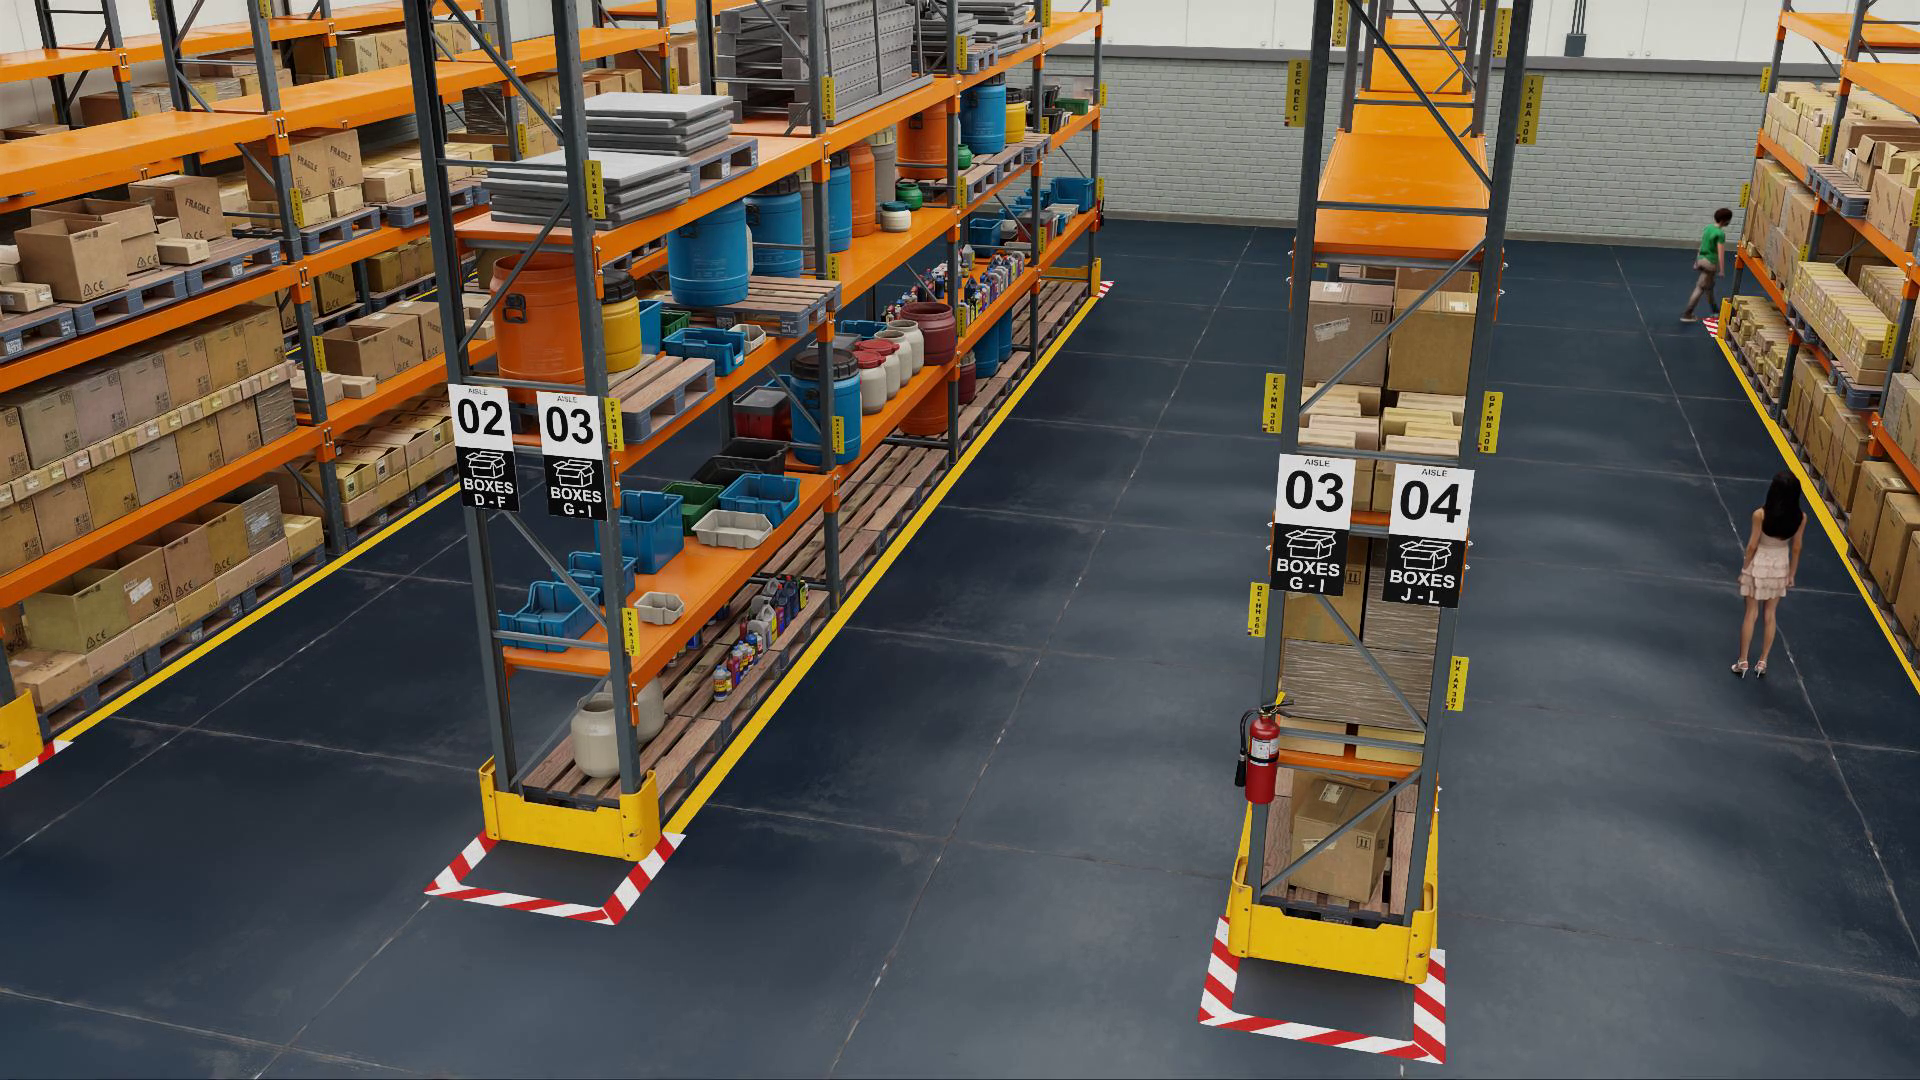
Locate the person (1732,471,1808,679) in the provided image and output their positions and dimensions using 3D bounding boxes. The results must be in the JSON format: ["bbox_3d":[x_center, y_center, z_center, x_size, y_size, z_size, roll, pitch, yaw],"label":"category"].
[{"bbox_3d":[6.387,0.278,13.161,0.607,1.736,0.559,3,22,6],"label":"person"}]

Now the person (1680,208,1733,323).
[{"bbox_3d":[10.447,-3.844,23.392,0.922,1.619,1.038,-4,23,-10],"label":"person"}]
